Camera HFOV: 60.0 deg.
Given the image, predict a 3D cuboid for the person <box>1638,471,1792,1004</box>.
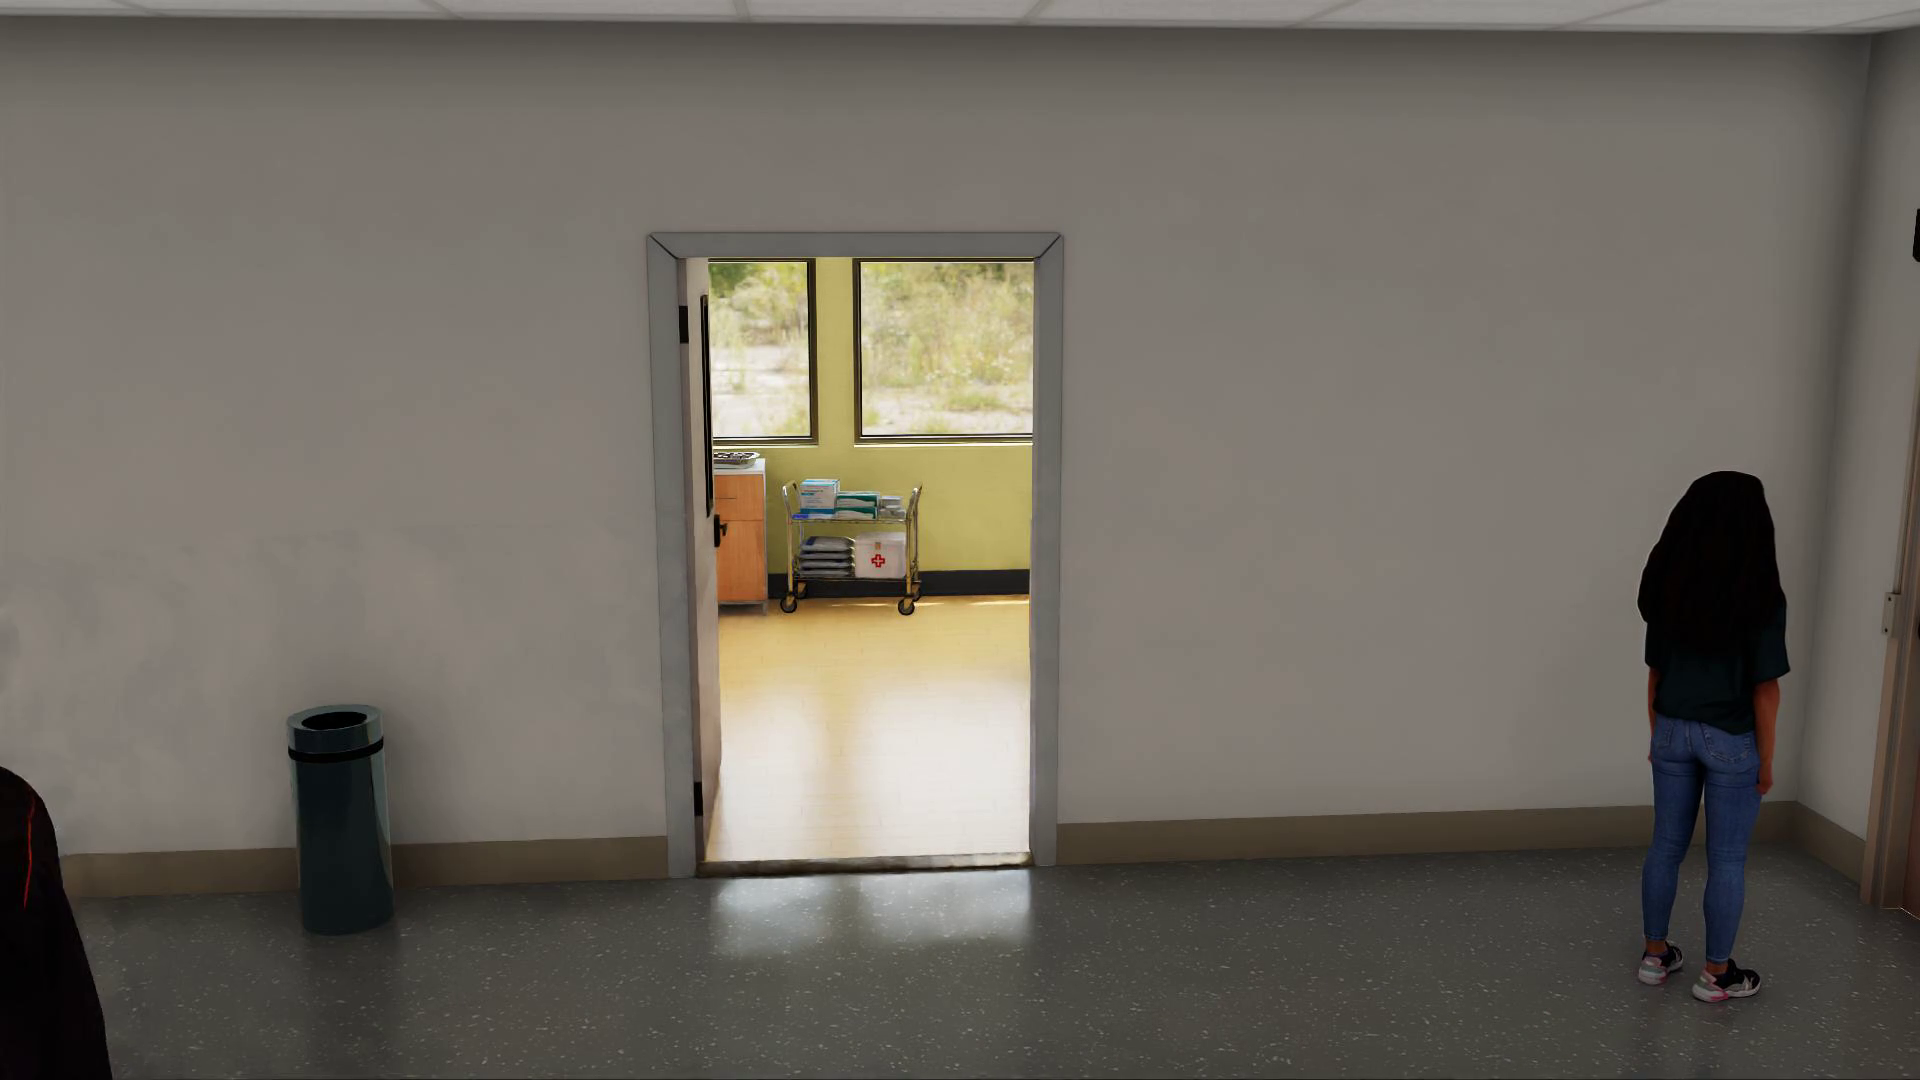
[{"bbox_3d":[2.270,0.590,5.051,0.756,1.617,0.713,-9,14,-39],"label":"person"}]
